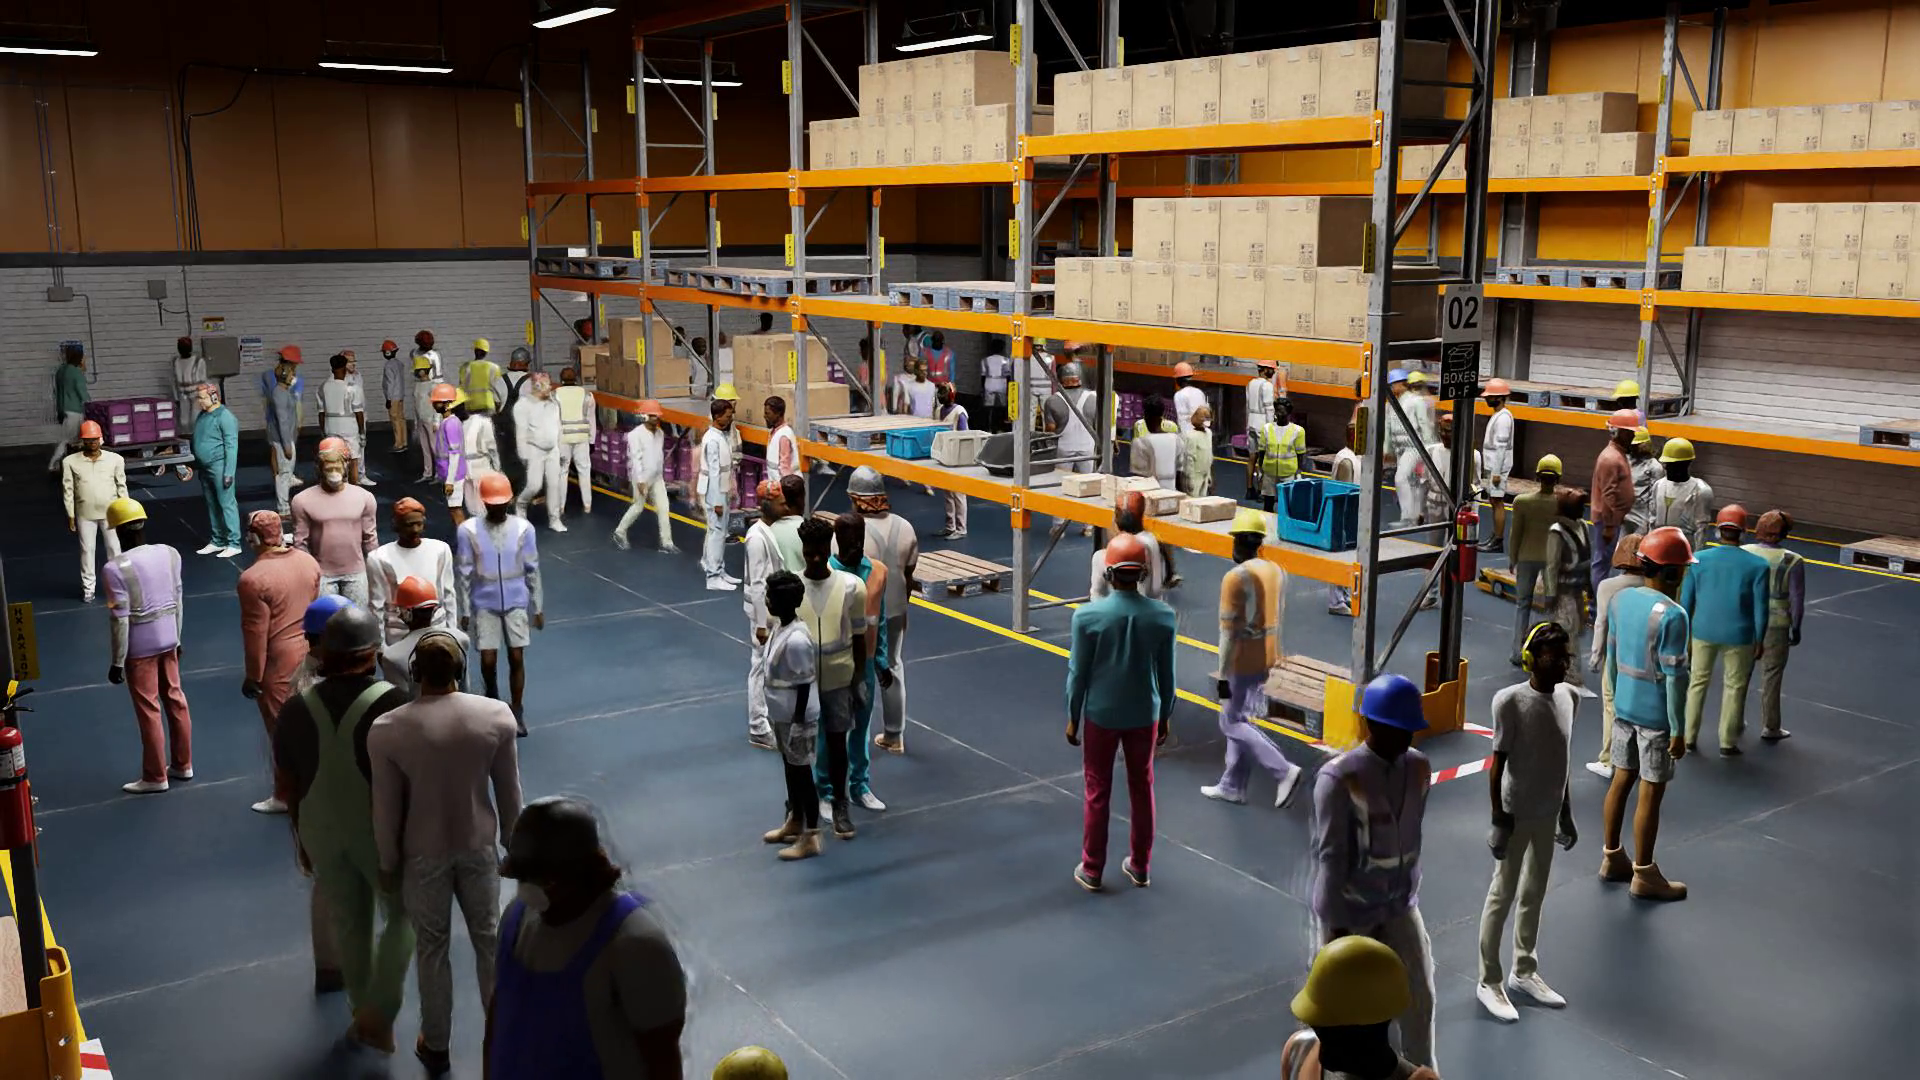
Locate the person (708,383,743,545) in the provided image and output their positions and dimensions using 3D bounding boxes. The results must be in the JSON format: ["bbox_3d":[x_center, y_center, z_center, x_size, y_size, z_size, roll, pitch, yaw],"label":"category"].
[{"bbox_3d":[-2.658,-0.858,18.808,0.403,1.824,0.598,-3,11,-15],"label":"person"}]

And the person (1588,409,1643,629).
[{"bbox_3d":[5.860,-0.187,14.933,0.392,1.991,0.612,5,12,25],"label":"person"}]

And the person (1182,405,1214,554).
[{"bbox_3d":[2.642,-0.675,18.351,0.284,1.632,0.502,7,13,34],"label":"person"}]

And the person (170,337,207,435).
[{"bbox_3d":[-11.802,-2.207,25.615,0.591,1.865,0.582,1,11,7],"label":"person"}]

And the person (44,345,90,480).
[{"bbox_3d":[-12.546,-1.802,23.494,0.647,1.890,1.013,9,14,38],"label":"person"}]

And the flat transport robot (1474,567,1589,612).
[{"bbox_3d":[5.628,0.475,15.964,0.652,0.197,1.431,-3,12,-16],"label":"flat transport robot"}]

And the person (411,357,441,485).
[{"bbox_3d":[-7.371,-1.635,22.942,0.534,1.767,0.326,9,14,39],"label":"person"}]

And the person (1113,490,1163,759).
[{"bbox_3d":[1.155,0.582,11.335,0.473,1.866,0.571,4,12,19],"label":"person"}]

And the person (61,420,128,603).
[{"bbox_3d":[-8.310,-0.282,16.018,0.565,1.755,0.322,-7,13,-32],"label":"person"}]

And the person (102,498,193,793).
[{"bbox_3d":[-5.247,0.678,10.702,0.390,1.916,0.585,4,12,18],"label":"person"}]

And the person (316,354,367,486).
[{"bbox_3d":[-7.835,-1.373,21.105,0.608,1.959,0.375,2,11,9],"label":"person"}]

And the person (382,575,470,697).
[{"bbox_3d":[-2.948,1.055,9.186,0.332,1.753,0.561,7,13,33],"label":"person"}]

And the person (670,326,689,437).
[{"bbox_3d":[-4.663,-2.621,27.694,0.328,1.877,0.513,8,13,35],"label":"person"}]

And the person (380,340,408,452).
[{"bbox_3d":[-8.928,-2.264,26.174,0.340,1.749,0.572,0,11,1],"label":"person"}]

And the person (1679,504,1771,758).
[{"bbox_3d":[5.245,0.620,11.438,0.574,1.745,0.355,7,13,32],"label":"person"}]

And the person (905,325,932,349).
[{"bbox_3d":[-0.792,-3.162,30.583,0.634,1.832,0.429,11,15,43],"label":"person"}]

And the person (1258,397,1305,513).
[{"bbox_3d":[3.575,-0.750,18.575,0.532,1.697,0.319,5,12,23],"label":"person"}]

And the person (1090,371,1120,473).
[{"bbox_3d":[1.729,-1.195,20.456,0.569,1.849,0.385,-10,15,-43],"label":"person"}]

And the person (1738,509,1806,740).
[{"bbox_3d":[5.718,0.599,11.819,0.306,1.640,0.523,-9,14,-37],"label":"person"}]

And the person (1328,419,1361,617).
[{"bbox_3d":[3.597,-0.213,15.472,0.393,1.836,0.560,4,12,19],"label":"person"}]

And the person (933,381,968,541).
[{"bbox_3d":[-0.092,-0.915,19.075,0.392,1.837,0.560,-8,13,-34],"label":"person"}]

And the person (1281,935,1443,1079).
[{"bbox_3d":[1.019,1.924,4.303,0.375,1.922,0.594,-9,14,-38],"label":"person"}]

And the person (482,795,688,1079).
[{"bbox_3d":[-1.228,1.714,5.082,0.705,2.000,0.997,9,14,38],"label":"person"}]

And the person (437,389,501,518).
[{"bbox_3d":[-5.267,-0.701,17.865,0.608,1.870,0.629,1,11,3],"label":"person"}]

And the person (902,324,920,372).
[{"bbox_3d":[-0.857,-2.914,29.283,0.333,1.838,0.516,1,11,7],"label":"person"}]

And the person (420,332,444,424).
[{"bbox_3d":[-8.295,-2.321,26.138,0.361,1.882,0.575,1,11,4],"label":"person"}]

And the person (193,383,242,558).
[{"bbox_3d":[-8.111,-0.761,18.098,0.642,1.906,0.410,8,14,35],"label":"person"}]

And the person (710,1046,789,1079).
[{"bbox_3d":[-0.526,2.066,4.082,0.491,1.729,0.323,2,11,9],"label":"person"}]

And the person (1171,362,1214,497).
[{"bbox_3d":[2.930,-1.274,20.850,0.563,1.879,0.846,-9,14,-39],"label":"person"}]

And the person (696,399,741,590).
[{"bbox_3d":[-2.408,-0.453,16.519,0.405,1.909,0.597,0,11,-2],"label":"person"}]

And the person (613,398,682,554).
[{"bbox_3d":[-3.482,-0.709,18.309,0.812,1.721,0.565,7,13,33],"label":"person"}]

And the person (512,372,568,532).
[{"bbox_3d":[-4.939,-1.032,19.552,0.656,1.880,0.667,9,14,38],"label":"person"}]

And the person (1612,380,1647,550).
[{"bbox_3d":[7.318,-0.796,18.262,0.407,1.916,0.587,4,12,21],"label":"person"}]

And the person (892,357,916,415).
[{"bbox_3d":[-0.776,-1.949,24.927,0.522,1.617,0.631,-2,11,-11],"label":"person"}]

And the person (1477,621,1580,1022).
[{"bbox_3d":[2.663,1.283,7.720,0.520,1.874,0.332,-5,12,-25],"label":"person"}]

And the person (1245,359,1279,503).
[{"bbox_3d":[3.922,-1.446,21.541,0.374,1.928,0.542,-4,12,-21],"label":"person"}]

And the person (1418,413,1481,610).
[{"bbox_3d":[4.551,-0.247,15.516,0.582,1.882,0.338,10,15,41],"label":"person"}]

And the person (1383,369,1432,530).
[{"bbox_3d":[5.244,-1.054,19.653,0.620,1.888,0.687,-4,12,-18],"label":"person"}]

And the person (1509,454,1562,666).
[{"bbox_3d":[4.783,0.175,13.685,0.523,1.762,0.337,3,12,16],"label":"person"}]

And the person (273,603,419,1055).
[{"bbox_3d":[-2.634,1.275,7.326,0.700,2.000,0.675,1,11,5],"label":"person"}]

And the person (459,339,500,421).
[{"bbox_3d":[-7.050,-2.002,24.457,0.606,1.896,0.572,-4,12,-21],"label":"person"}]

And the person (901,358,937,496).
[{"bbox_3d":[-0.564,-1.525,22.219,0.519,1.826,0.783,-4,12,-22],"label":"person"}]

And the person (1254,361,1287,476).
[{"bbox_3d":[4.398,-1.818,23.445,0.364,1.928,0.586,-3,11,-13],"label":"person"}]
